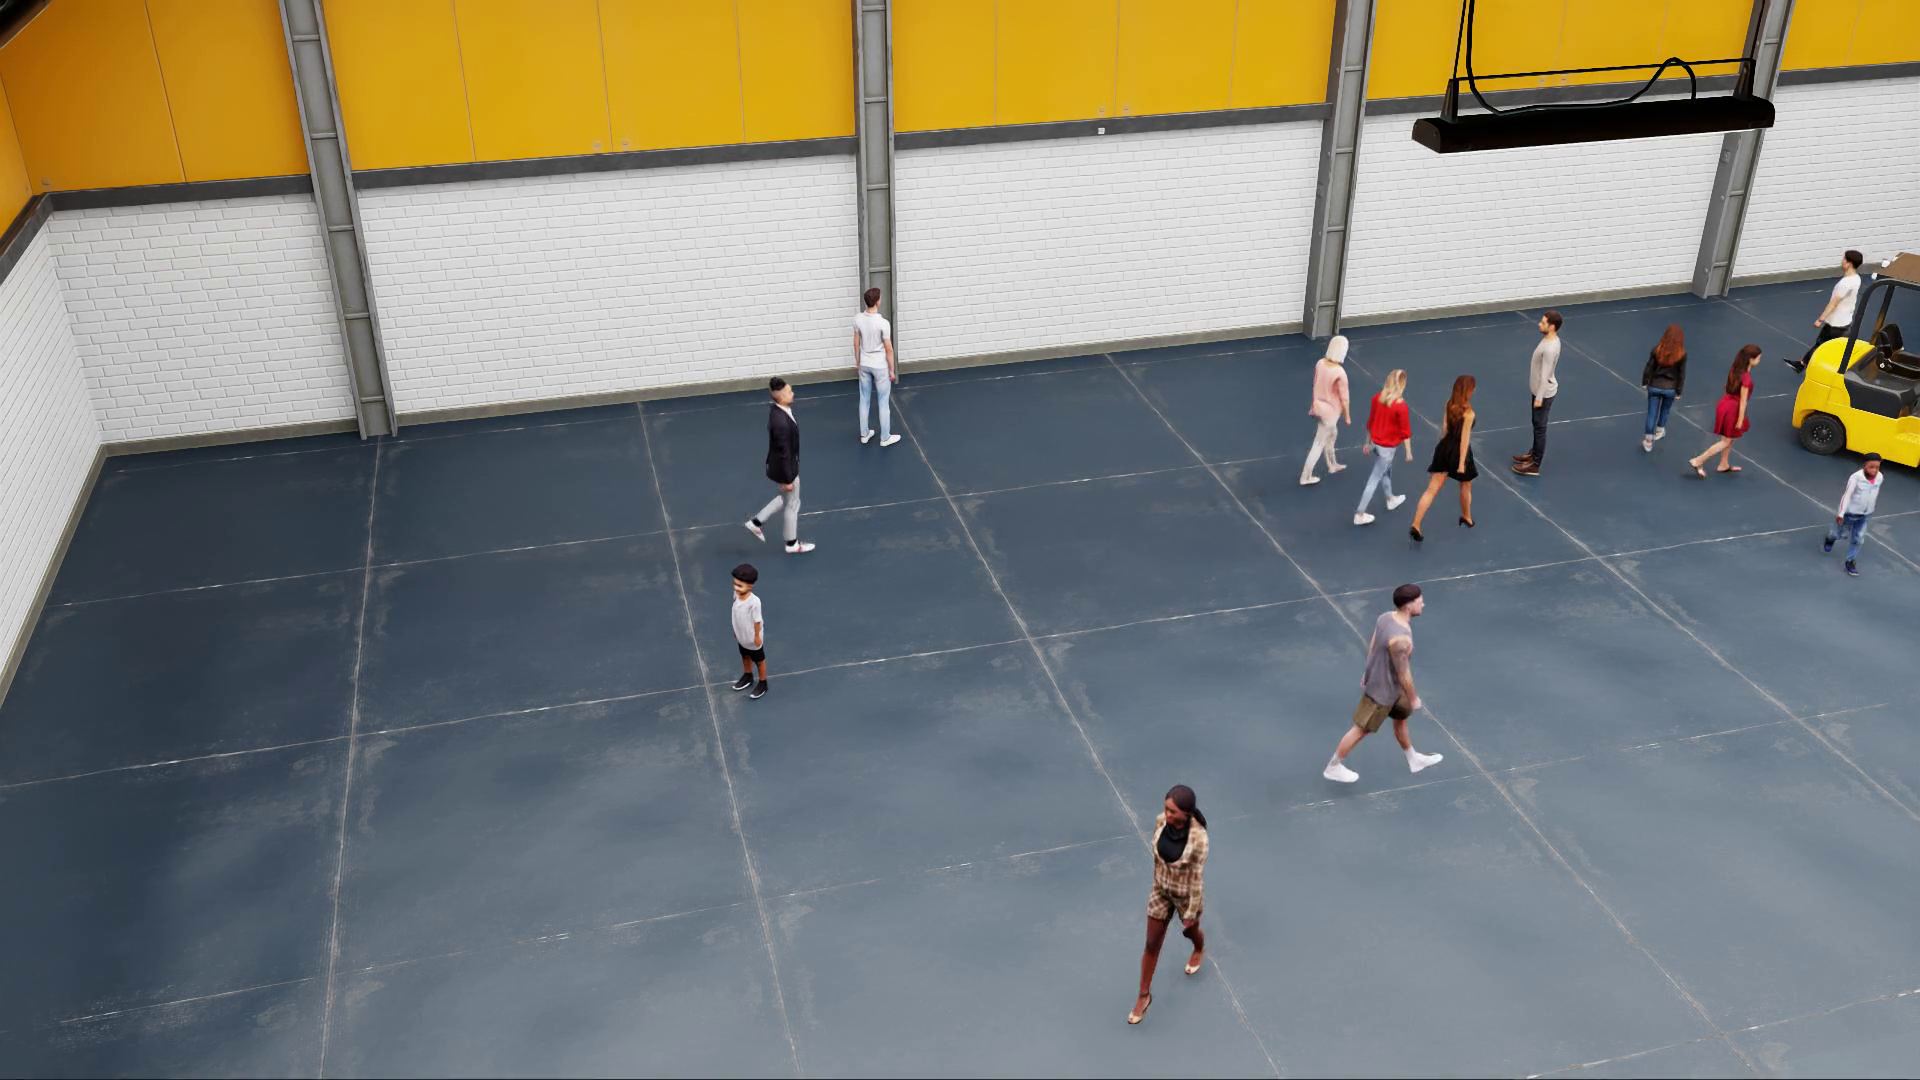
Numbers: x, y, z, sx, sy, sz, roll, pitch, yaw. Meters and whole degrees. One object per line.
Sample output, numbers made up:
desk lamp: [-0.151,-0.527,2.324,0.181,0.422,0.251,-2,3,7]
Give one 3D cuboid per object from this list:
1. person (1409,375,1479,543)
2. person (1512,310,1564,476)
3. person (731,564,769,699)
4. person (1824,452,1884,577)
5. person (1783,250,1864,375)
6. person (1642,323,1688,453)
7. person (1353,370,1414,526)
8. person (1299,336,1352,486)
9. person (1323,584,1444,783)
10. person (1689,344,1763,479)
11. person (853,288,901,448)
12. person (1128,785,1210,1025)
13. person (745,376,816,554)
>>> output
person: [4.856,-0.770,16.687,1.172,1.783,0.765,-14,32,-24]
person: [6.367,-1.613,18.148,0.721,1.864,0.724,6,29,10]
person: [-1.829,0.764,14.427,0.562,1.256,0.608,21,35,33]
person: [8.838,-0.314,16.411,0.776,1.249,0.687,1,29,2]
person: [10.785,-2.658,20.256,1.080,1.681,1.079,20,34,32]
person: [7.909,-1.692,18.716,0.861,1.459,0.897,11,30,19]
person: [4.285,-0.915,17.071,1.054,1.671,0.789,-15,32,-25]
person: [3.869,-1.357,17.853,0.954,1.698,0.718,-13,31,-23]
person: [3.213,1.164,12.946,1.262,1.795,0.886,2,29,3]
person: [8.348,-1.398,18.098,0.941,1.535,0.726,1,29,2]
person: [-0.970,-1.956,18.792,0.707,1.851,0.774,15,32,25]
person: [1.499,2.341,11.023,0.985,1.747,1.144,22,36,35]
person: [-1.836,-0.740,16.475,0.920,1.936,0.731,-5,29,-9]
